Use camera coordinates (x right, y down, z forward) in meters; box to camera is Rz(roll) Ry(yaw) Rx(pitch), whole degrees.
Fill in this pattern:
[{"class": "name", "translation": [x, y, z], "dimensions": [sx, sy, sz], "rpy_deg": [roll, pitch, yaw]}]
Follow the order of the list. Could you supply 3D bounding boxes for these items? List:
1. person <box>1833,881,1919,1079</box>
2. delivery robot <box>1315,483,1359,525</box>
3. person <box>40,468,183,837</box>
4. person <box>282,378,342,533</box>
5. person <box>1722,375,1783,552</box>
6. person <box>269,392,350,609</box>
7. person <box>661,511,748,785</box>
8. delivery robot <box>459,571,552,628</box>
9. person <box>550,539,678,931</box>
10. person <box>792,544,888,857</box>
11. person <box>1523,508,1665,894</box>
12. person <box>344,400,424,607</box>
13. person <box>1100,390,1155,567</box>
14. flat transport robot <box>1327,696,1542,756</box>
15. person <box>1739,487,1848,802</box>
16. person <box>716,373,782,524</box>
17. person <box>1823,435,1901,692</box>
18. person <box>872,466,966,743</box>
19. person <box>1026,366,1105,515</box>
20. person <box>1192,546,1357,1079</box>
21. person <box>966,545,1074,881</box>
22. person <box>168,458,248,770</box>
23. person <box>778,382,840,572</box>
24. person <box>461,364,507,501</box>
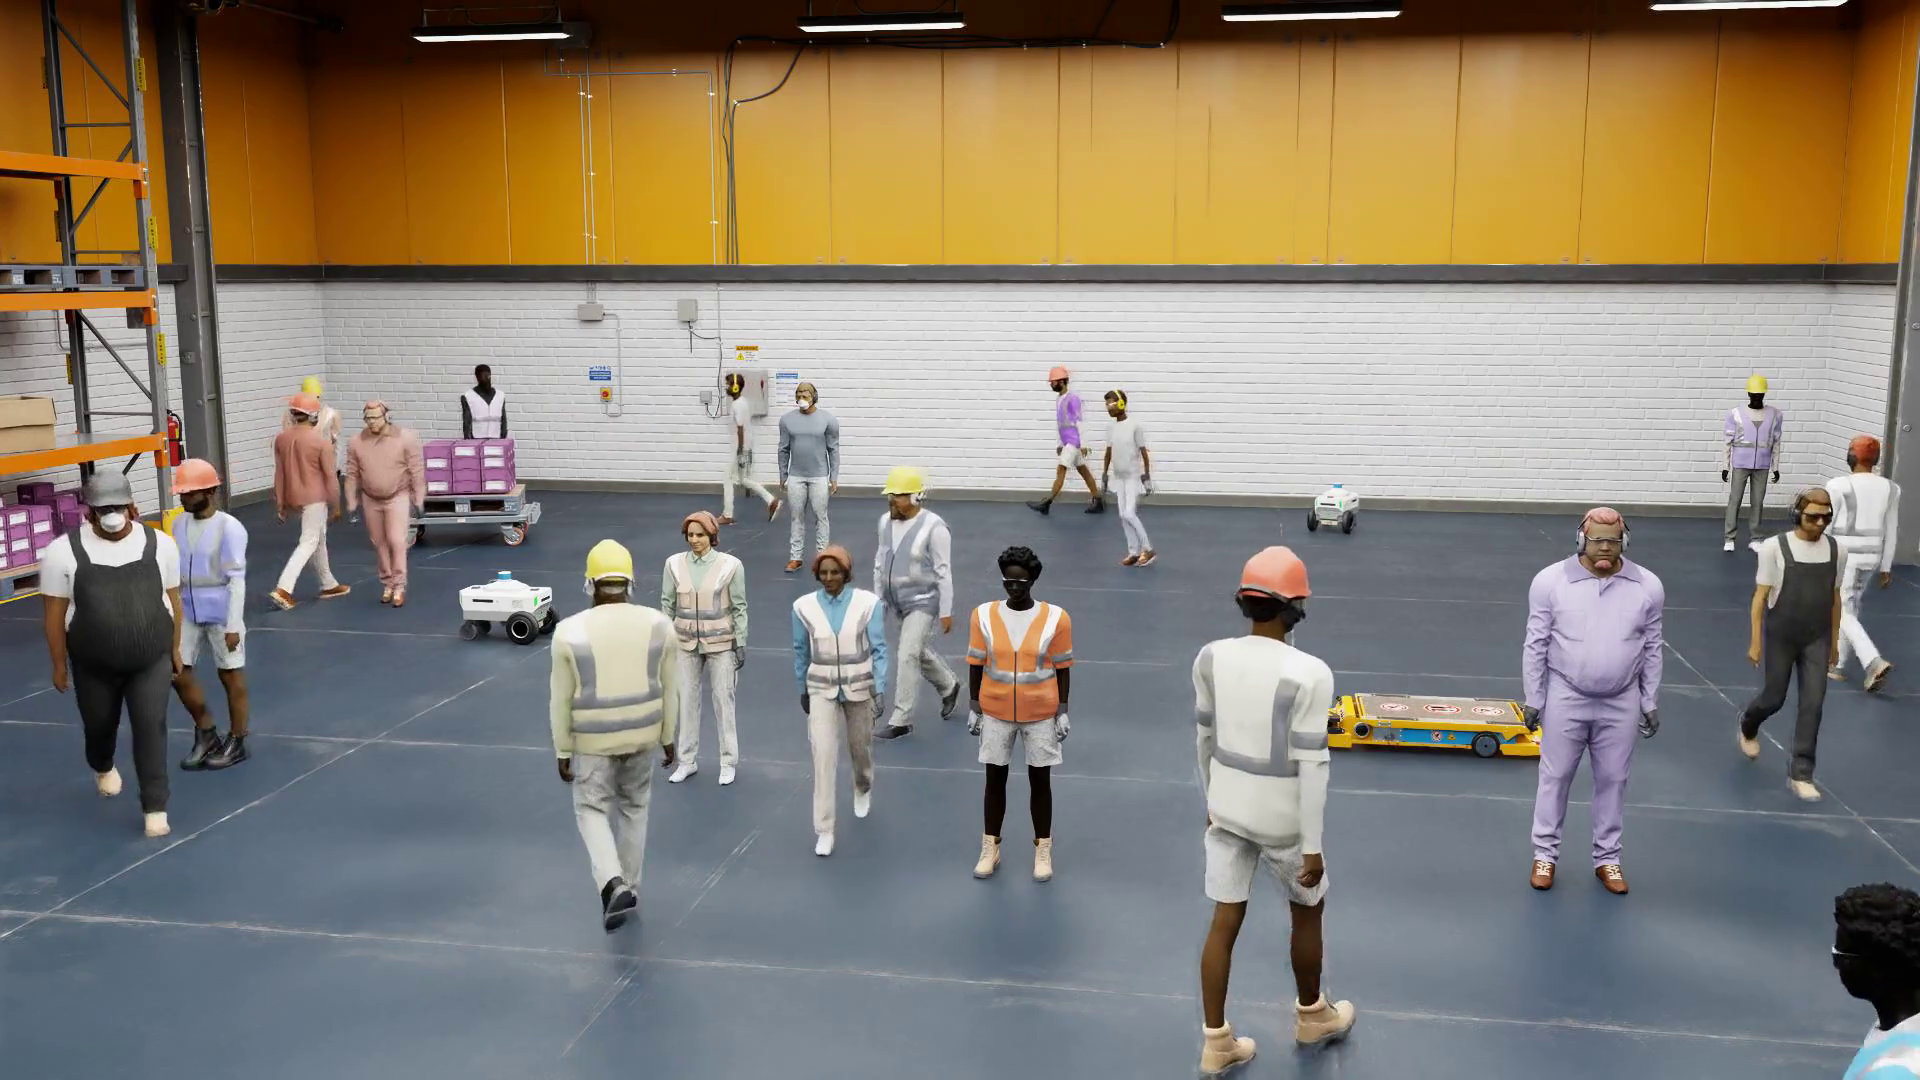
[{"class": "person", "translation": [2.221, 1.611, 3.713], "dimensions": [0.609, 1.662, 0.544], "rpy_deg": [8, 12, 41]}, {"class": "delivery robot", "translation": [4.433, -0.430, 19.543], "dimensions": [0.477, 0.478, 0.707], "rpy_deg": [5, 10, 30]}, {"class": "person", "translation": [-4.652, 0.549, 9.165], "dimensions": [0.692, 2.000, 0.924], "rpy_deg": [-5, 11, -30]}, {"class": "person", "translation": [-7.143, -0.843, 18.318], "dimensions": [0.618, 1.869, 1.000], "rpy_deg": [-1, 9, -9]}, {"class": "person", "translation": [8.569, -0.819, 18.001], "dimensions": [0.594, 1.925, 0.376], "rpy_deg": [2, 9, 10]}, {"class": "person", "translation": [-5.974, -0.364, 15.139], "dimensions": [0.619, 1.957, 0.995], "rpy_deg": [4, 10, 22]}, {"class": "person", "translation": [-1.513, 0.639, 9.854], "dimensions": [0.523, 1.636, 0.308], "rpy_deg": [2, 9, 10]}, {"class": "delivery robot", "translation": [-3.756, 0.504, 13.747], "dimensions": [0.707, 0.478, 0.477], "rpy_deg": [2, 9, 10]}, {"class": "person", "translation": [-1.573, 0.906, 7.659], "dimensions": [0.599, 1.812, 0.630], "rpy_deg": [-4, 10, -25]}, {"class": "person", "translation": [-0.638, 0.802, 8.951], "dimensions": [0.509, 1.600, 0.832], "rpy_deg": [0, 9, 0]}, {"class": "person", "translation": [3.088, 0.784, 8.126], "dimensions": [0.652, 1.904, 0.405], "rpy_deg": [2, 9, 10]}, {"class": "person", "translation": [-5.246, -0.324, 15.065], "dimensions": [0.670, 1.877, 0.725], "rpy_deg": [0, 9, 0]}, {"class": "person", "translation": [1.716, -0.633, 17.147], "dimensions": [0.452, 1.830, 0.540], "rpy_deg": [-8, 12, -40]}, {"class": "flat transport robot", "translation": [3.023, 1.179, 10.728], "dimensions": [1.431, 0.197, 0.652], "rpy_deg": [2, 9, 10]}, {"class": "person", "translation": [4.890, 0.563, 9.803], "dimensions": [0.537, 1.817, 0.787], "rpy_deg": [0, 9, 3]}, {"class": "person", "translation": [-2.594, -1.092, 19.976], "dimensions": [0.806, 1.844, 0.521], "rpy_deg": [1, 9, 4]}, {"class": "person", "translation": [6.556, 0.167, 12.108], "dimensions": [0.576, 1.861, 0.844], "rpy_deg": [-2, 9, -10]}, {"class": "person", "translation": [-0.257, 0.384, 10.953], "dimensions": [0.848, 1.801, 0.602], "rpy_deg": [-9, 13, -44]}, {"class": "person", "translation": [1.361, -1.237, 20.784], "dimensions": [1.065, 1.859, 0.552], "rpy_deg": [-2, 9, -13]}, {"class": "person", "translation": [1.221, 1.015, 6.365], "dimensions": [0.626, 2.007, 0.883], "rpy_deg": [9, 12, 43]}, {"class": "person", "translation": [0.293, 0.860, 8.293], "dimensions": [0.541, 1.696, 0.316], "rpy_deg": [2, 9, 10]}, {"class": "person", "translation": [-4.572, 0.466, 10.043], "dimensions": [0.580, 1.919, 0.529], "rpy_deg": [3, 10, 20]}, {"class": "person", "translation": [-1.531, -0.631, 16.798], "dimensions": [0.636, 1.938, 0.355], "rpy_deg": [2, 9, 10]}, {"class": "person", "translation": [-5.943, -1.249, 20.750], "dimensions": [0.591, 1.907, 0.573], "rpy_deg": [-8, 12, -42]}]
